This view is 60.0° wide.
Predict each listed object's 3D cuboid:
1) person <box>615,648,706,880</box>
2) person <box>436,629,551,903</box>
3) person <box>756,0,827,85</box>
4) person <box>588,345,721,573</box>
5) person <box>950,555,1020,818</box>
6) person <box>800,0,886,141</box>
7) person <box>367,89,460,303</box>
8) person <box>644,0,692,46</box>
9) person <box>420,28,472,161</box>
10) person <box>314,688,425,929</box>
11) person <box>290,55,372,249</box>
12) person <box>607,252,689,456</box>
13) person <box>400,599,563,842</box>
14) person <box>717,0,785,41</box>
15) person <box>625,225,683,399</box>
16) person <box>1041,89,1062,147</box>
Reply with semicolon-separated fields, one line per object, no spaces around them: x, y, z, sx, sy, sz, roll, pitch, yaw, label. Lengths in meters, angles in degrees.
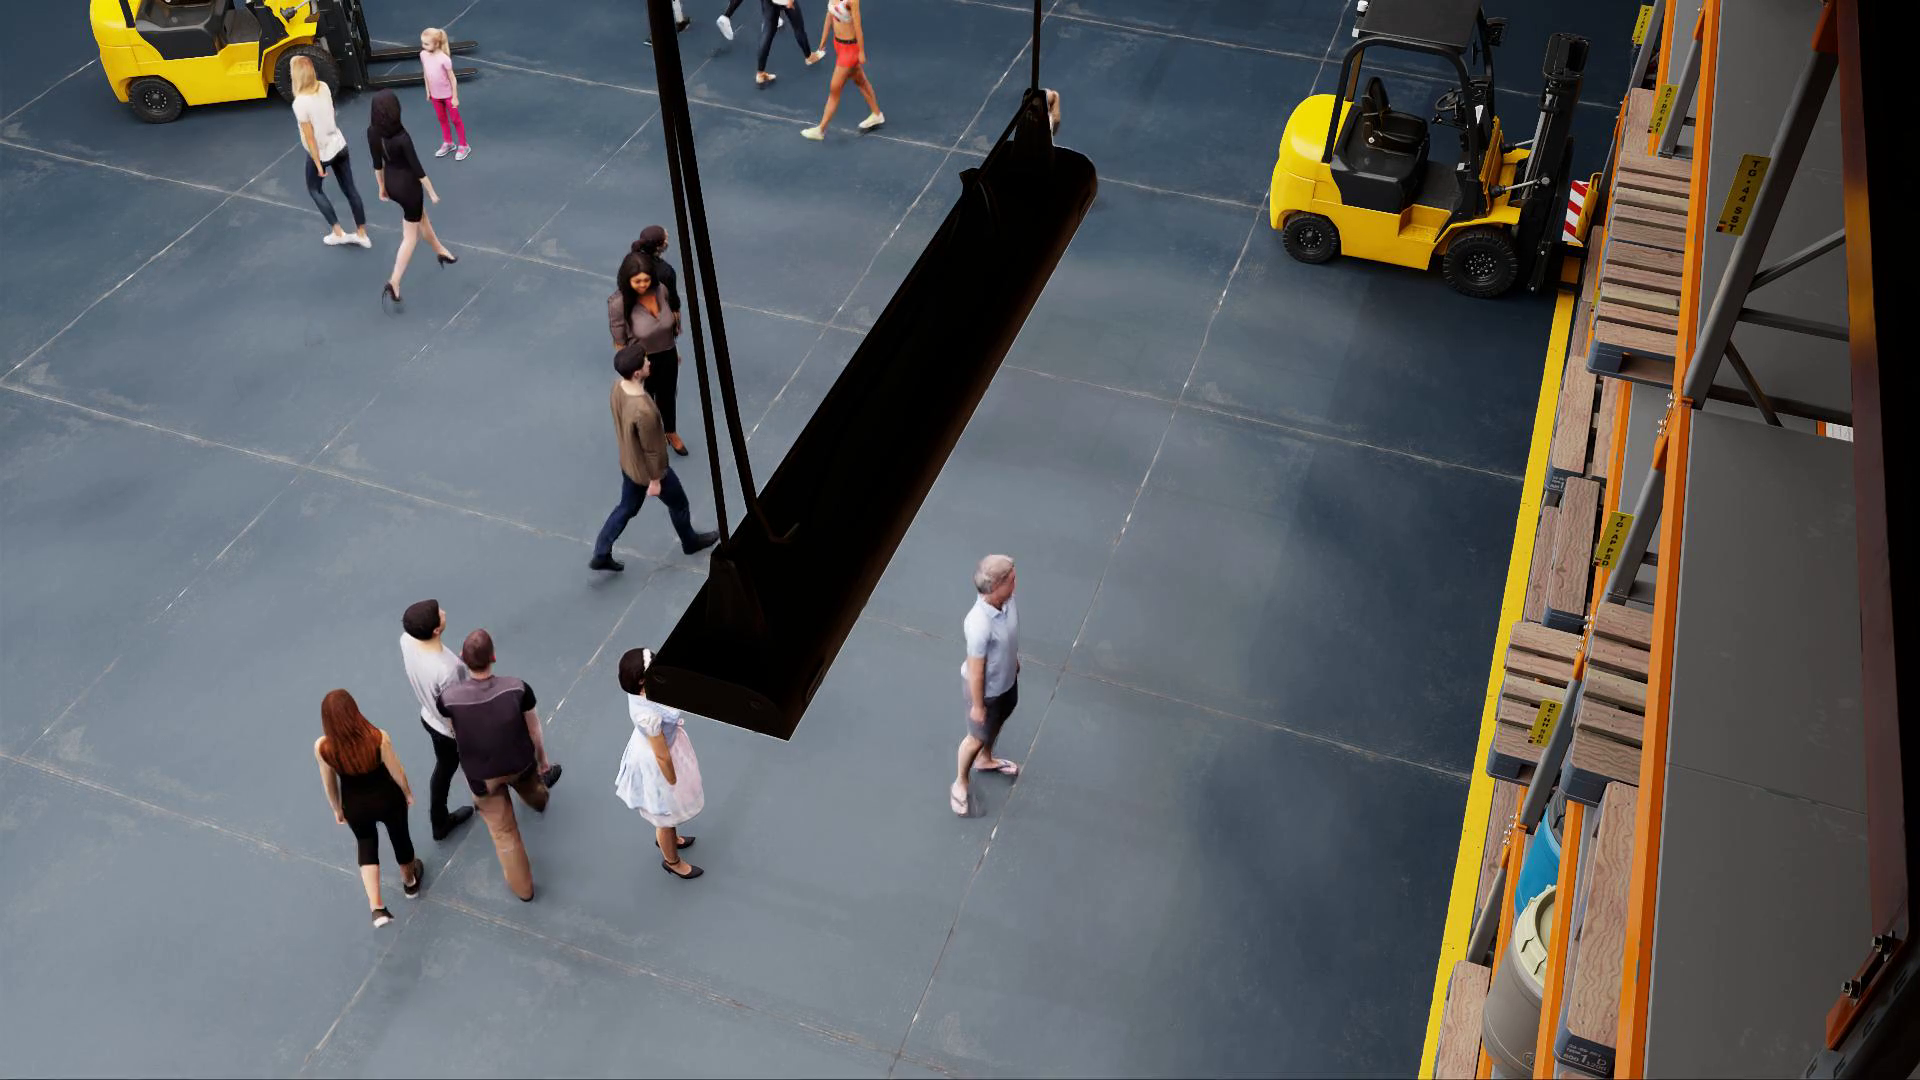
-1.686;1.256;9.352;0.913;1.818;0.843;-11;45;-11;person
-2.573;1.323;9.302;1.101;1.790;1.219;-18;47;-18;person
-1.837;-5.300;16.291;0.892;1.740;1.190;32;52;29;person
-2.196;-0.481;11.150;1.275;1.853;1.090;-27;50;-25;person
0.135;0.836;9.795;0.899;1.815;0.568;27;50;25;person
-0.976;-4.599;15.549;1.182;1.748;1.065;-22;48;-21;person
-4.595;-2.761;13.611;0.785;1.760;1.196;23;48;23;person
-3.056;-5.993;16.975;0.896;1.799;0.462;26;50;25;person
-4.800;-4.164;15.436;0.483;1.274;0.500;16;46;16;person
-3.240;1.518;9.157;0.821;1.709;0.969;-6;44;-6;person
-5.284;-3.250;14.098;0.713;1.796;0.619;22;48;22;person
-2.258;-1.297;12.017;0.689;1.838;0.801;-33;52;-30;person
-2.976;1.077;9.531;0.977;1.830;1.188;33;53;30;person
-2.188;-5.908;16.941;0.858;1.723;1.149;32;52;29;person
-2.334;-1.595;12.474;0.655;1.639;0.816;17;46;17;person
0.807;-3.371;14.615;0.809;1.257;0.801;-12;45;-12;person
